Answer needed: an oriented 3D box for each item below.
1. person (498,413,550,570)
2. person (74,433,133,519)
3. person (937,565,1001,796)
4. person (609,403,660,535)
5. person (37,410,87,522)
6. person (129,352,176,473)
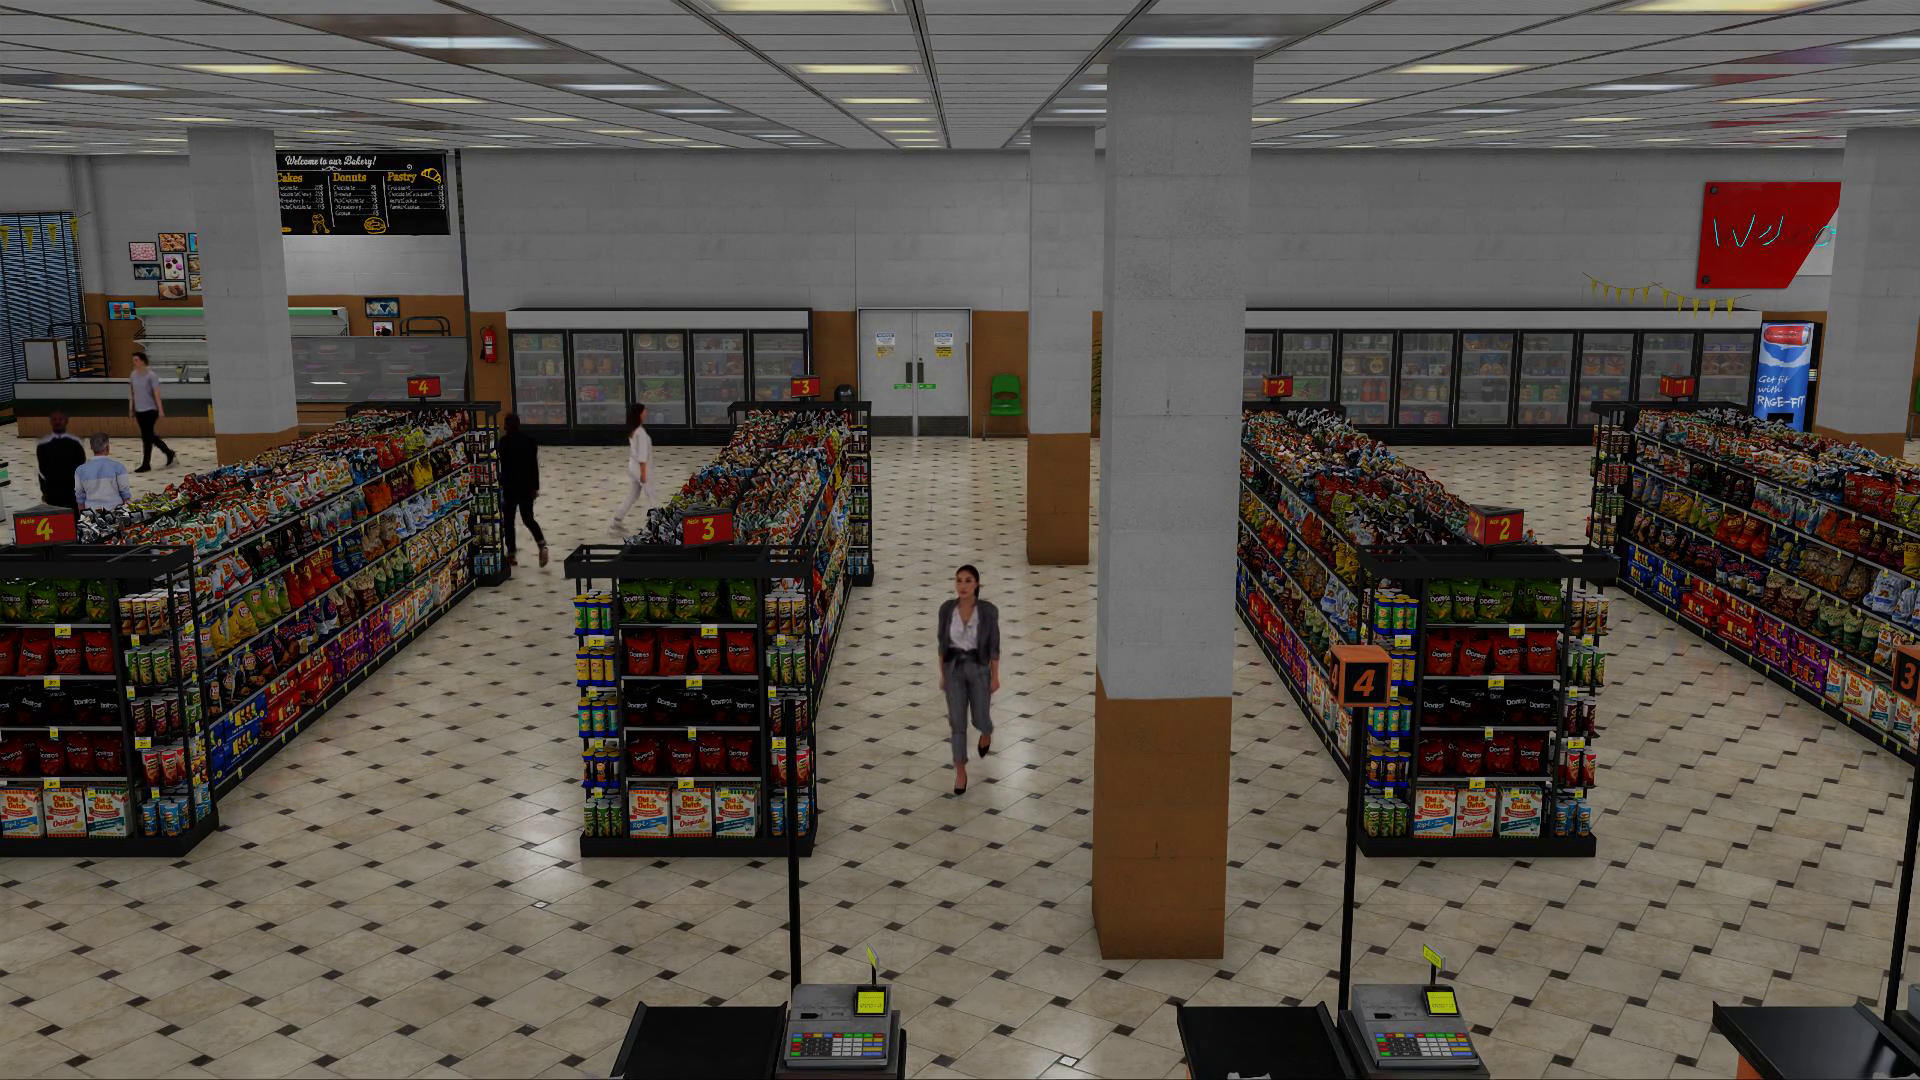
[{"bbox_3d":[-5.030,-0.539,19.092,1.127,1.798,1.210,-11,16,-41],"label":"person"},{"bbox_3d":[-8.984,-0.218,17.505,0.739,1.825,0.646,-3,12,-14],"label":"person"},{"bbox_3d":[0.077,0.991,12.163,0.742,1.659,1.015,3,12,12],"label":"person"},{"bbox_3d":[-4.114,-0.870,21.008,1.040,1.656,1.080,-8,14,-34],"label":"person"},{"bbox_3d":[-10.459,-0.624,19.443,0.796,1.820,0.809,-5,13,-22],"label":"person"},{"bbox_3d":[-12.608,-1.999,25.940,0.944,1.833,1.229,4,13,18],"label":"person"}]
